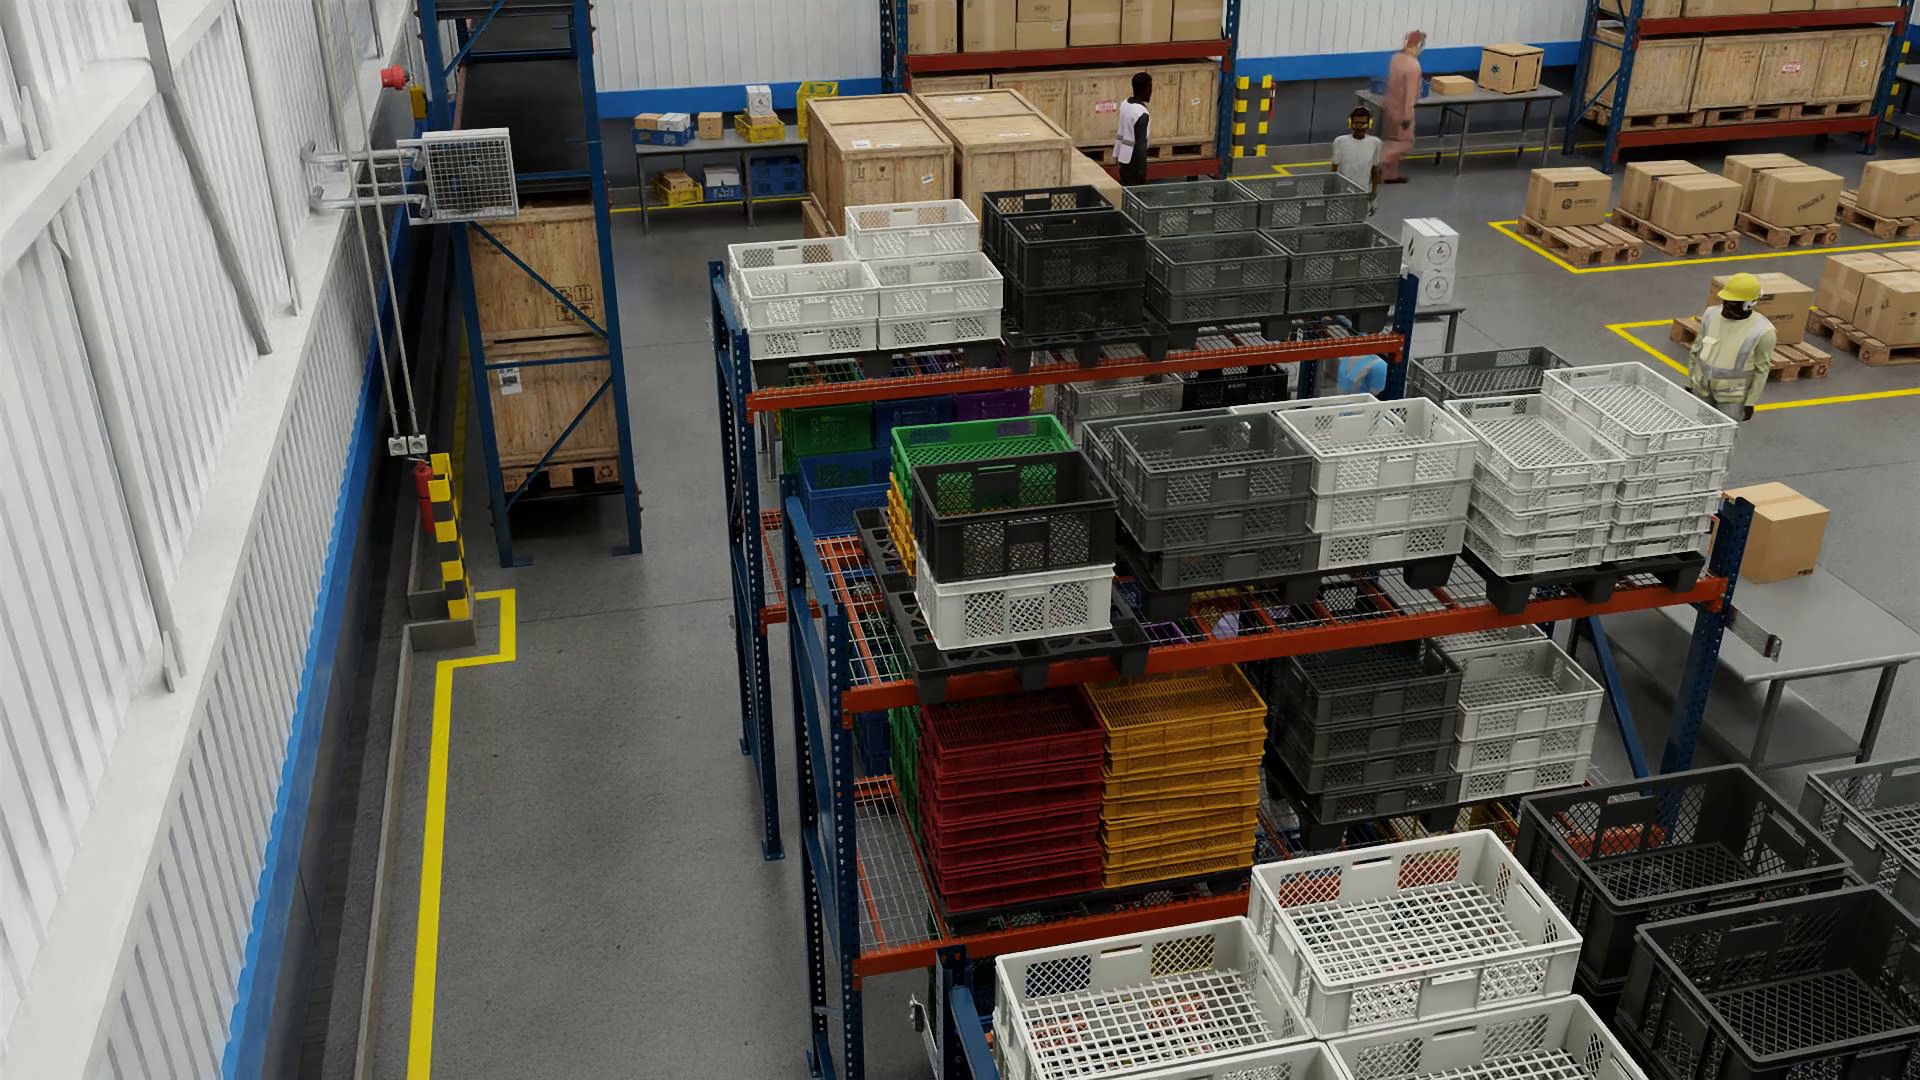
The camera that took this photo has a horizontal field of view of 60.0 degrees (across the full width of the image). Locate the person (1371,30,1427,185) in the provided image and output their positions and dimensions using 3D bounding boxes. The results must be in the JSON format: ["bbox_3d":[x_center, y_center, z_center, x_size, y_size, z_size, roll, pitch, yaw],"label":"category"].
[{"bbox_3d":[5.342,-5.239,20.244,0.516,1.875,0.691,-4,28,-8],"label":"person"}]

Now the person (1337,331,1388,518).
[{"bbox_3d":[2.916,-0.905,12.217,0.321,1.694,0.529,-8,29,-16],"label":"person"}]

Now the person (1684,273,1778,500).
[{"bbox_3d":[5.727,-1.139,12.519,0.404,1.828,0.592,-19,33,-32],"label":"person"}]

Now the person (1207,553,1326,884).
[{"bbox_3d":[1.555,0.946,8.455,0.635,1.932,0.372,0,28,1],"label":"person"}]

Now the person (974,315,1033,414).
[{"bbox_3d":[0.291,-1.002,12.199,0.356,1.887,0.573,-22,35,-35],"label":"person"}]

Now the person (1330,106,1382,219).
[{"bbox_3d":[3.992,-3.486,16.929,0.526,1.869,0.315,2,28,4],"label":"person"}]

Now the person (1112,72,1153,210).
[{"bbox_3d":[1.869,-4.113,18.081,0.388,1.911,0.592,-8,29,-14],"label":"person"}]
